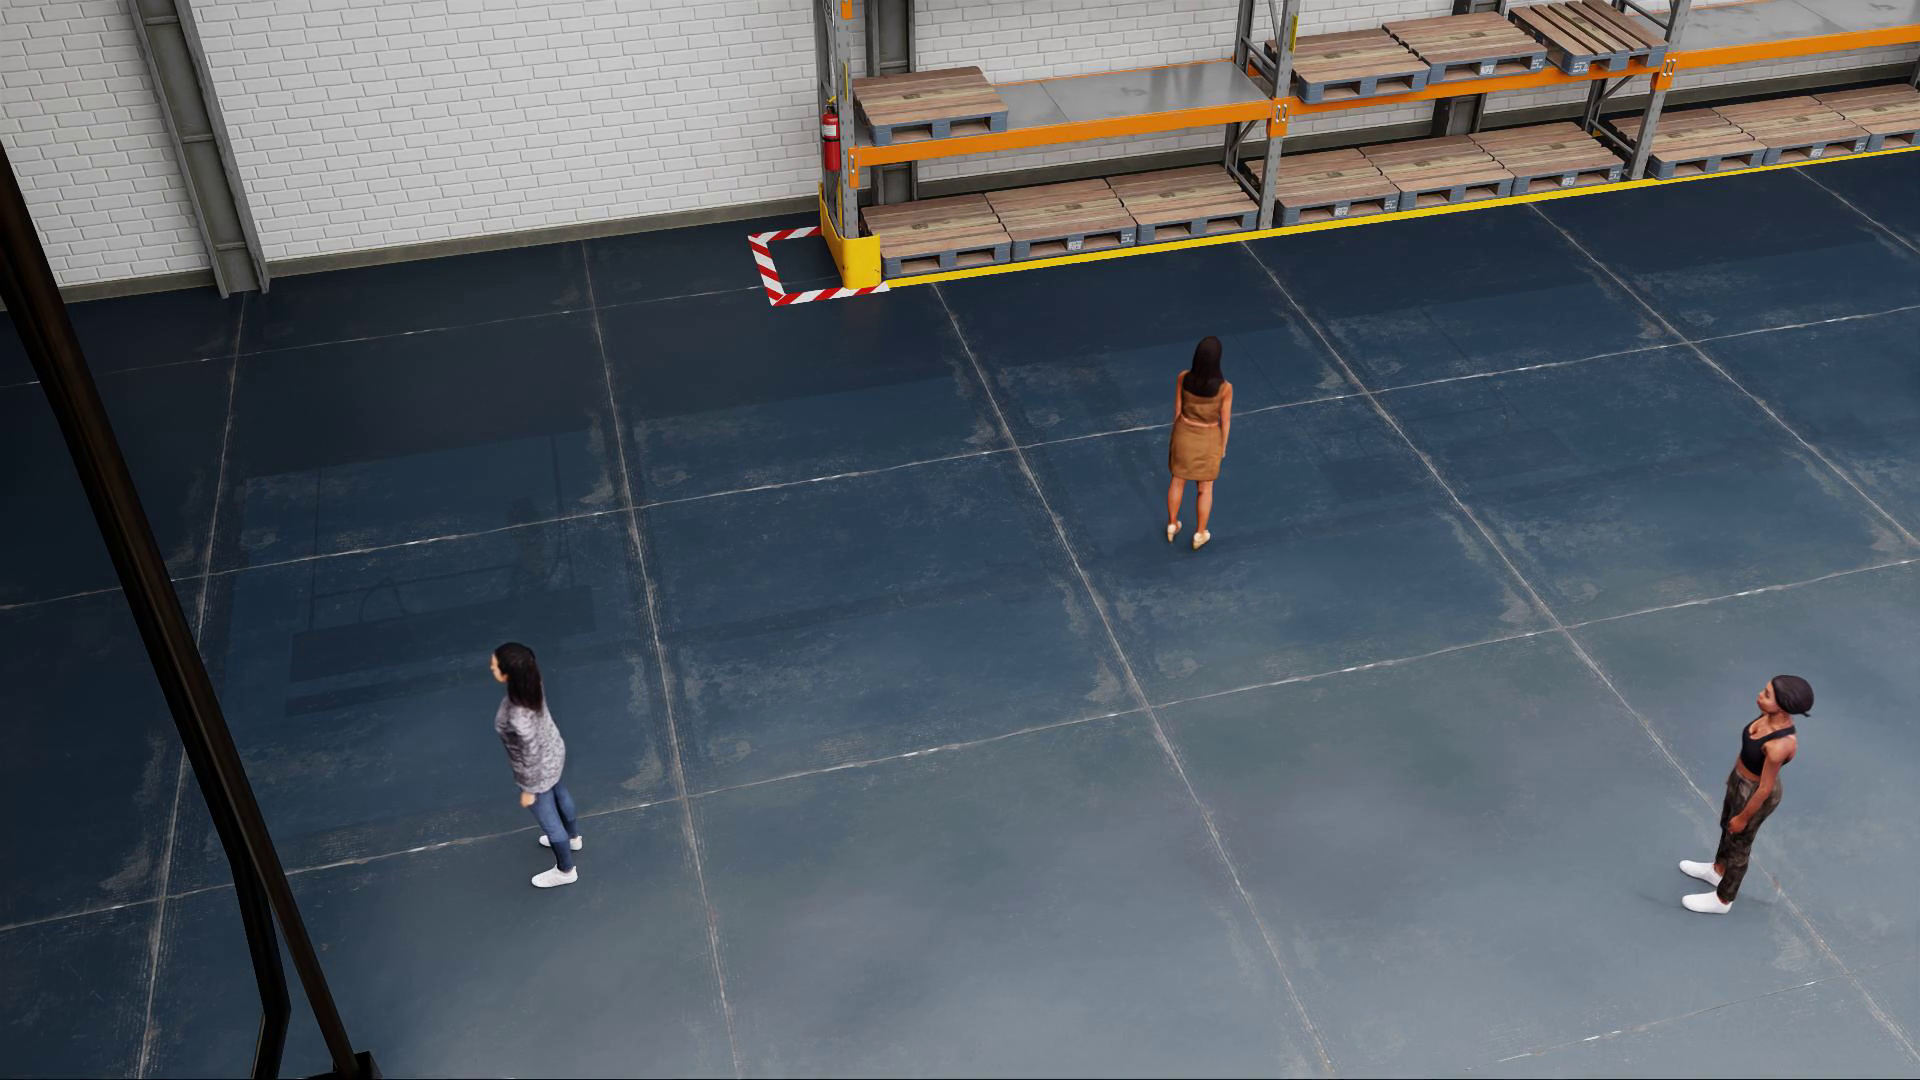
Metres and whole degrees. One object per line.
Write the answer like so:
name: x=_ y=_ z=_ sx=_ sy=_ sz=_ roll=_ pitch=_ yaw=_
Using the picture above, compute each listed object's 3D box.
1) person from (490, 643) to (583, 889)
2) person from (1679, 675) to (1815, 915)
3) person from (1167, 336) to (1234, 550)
person: x=-2.328 y=1.225 z=9.192 sx=0.609 sy=1.732 sz=0.663 roll=0 pitch=39 yaw=0
person: x=4.288 y=1.377 z=9.028 sx=0.678 sy=1.699 sz=0.659 roll=11 pitch=40 yaw=14
person: x=1.651 y=-0.671 z=11.603 sx=0.621 sy=1.686 sz=0.699 roll=14 pitch=41 yaw=17
